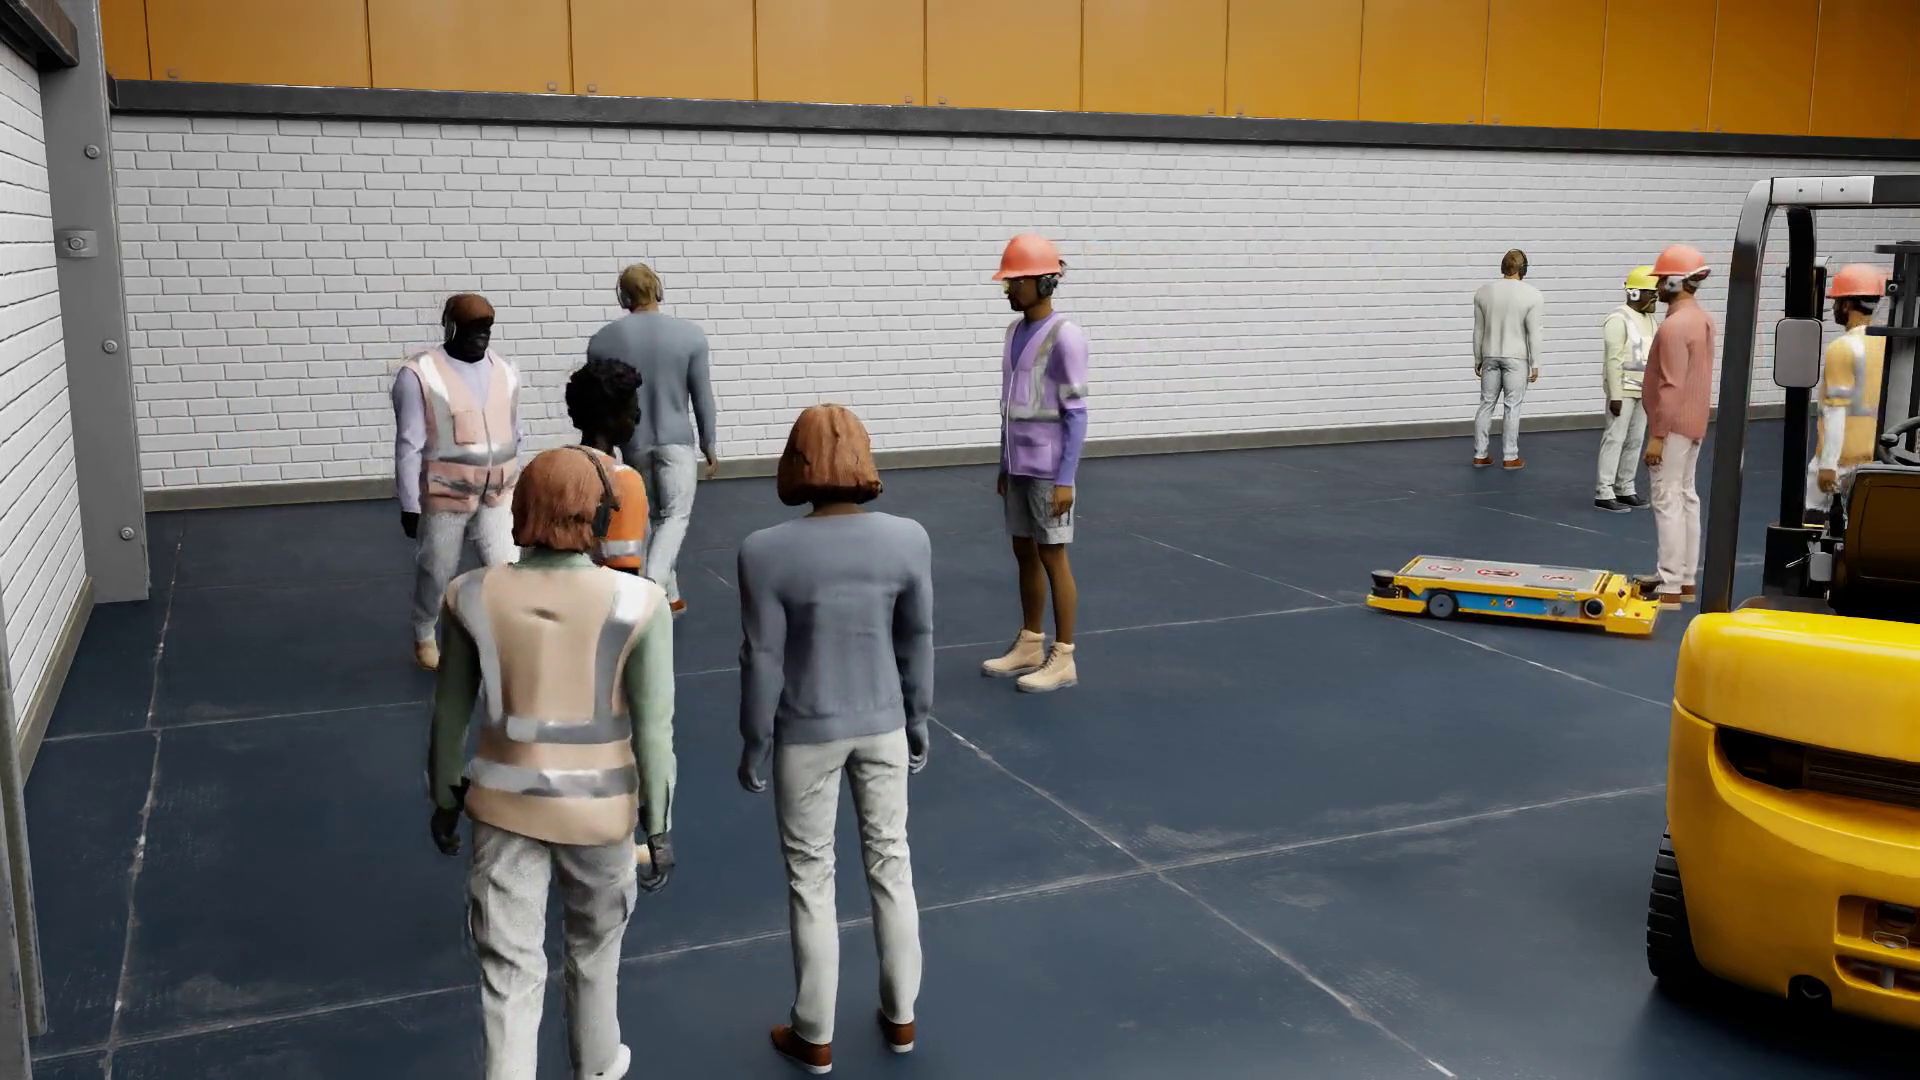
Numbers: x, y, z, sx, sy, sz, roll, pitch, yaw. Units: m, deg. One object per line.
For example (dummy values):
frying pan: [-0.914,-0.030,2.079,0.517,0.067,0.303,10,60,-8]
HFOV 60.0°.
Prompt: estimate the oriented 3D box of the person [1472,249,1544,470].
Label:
person: [4.797,-1.576,14.610,0.630,1.934,0.366,9,14,42]

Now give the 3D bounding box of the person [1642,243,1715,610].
person: [3.901,-0.616,9.125,0.395,1.992,0.622,8,13,38]

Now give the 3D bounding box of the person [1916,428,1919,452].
person: [4.371,-0.263,7.243,0.549,1.970,0.635,5,11,25]

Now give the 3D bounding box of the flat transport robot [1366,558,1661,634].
flat transport robot: [2.981,0.277,8.957,1.431,0.197,0.652,5,11,26]

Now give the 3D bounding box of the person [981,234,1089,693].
person: [0.319,-0.336,7.454,0.395,2.038,0.614,-5,12,-27]

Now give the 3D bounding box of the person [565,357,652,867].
person: [-1.186,0.285,5.040,0.611,1.671,0.557,-9,14,-42]

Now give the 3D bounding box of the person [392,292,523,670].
person: [-2.276,-0.227,7.550,0.633,1.801,0.957,-9,14,-41]

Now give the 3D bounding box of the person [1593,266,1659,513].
person: [4.988,-1.114,12.354,0.597,1.823,0.403,-9,13,-40]

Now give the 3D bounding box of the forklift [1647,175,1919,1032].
forklift: [2.810,0.094,4.662,1.214,2.155,2.313,7,12,34]

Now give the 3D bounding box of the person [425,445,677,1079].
person: [-0.882,0.596,3.560,0.558,1.595,0.845,0,10,0]

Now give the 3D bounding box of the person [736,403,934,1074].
person: [-0.299,0.483,4.063,0.507,1.631,0.268,-5,11,-25]

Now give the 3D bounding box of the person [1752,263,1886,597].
person: [4.676,-0.482,8.658,0.555,1.905,0.937,-5,12,-27]

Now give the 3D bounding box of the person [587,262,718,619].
person: [-1.593,-0.467,8.556,0.650,1.909,0.853,0,10,2]
